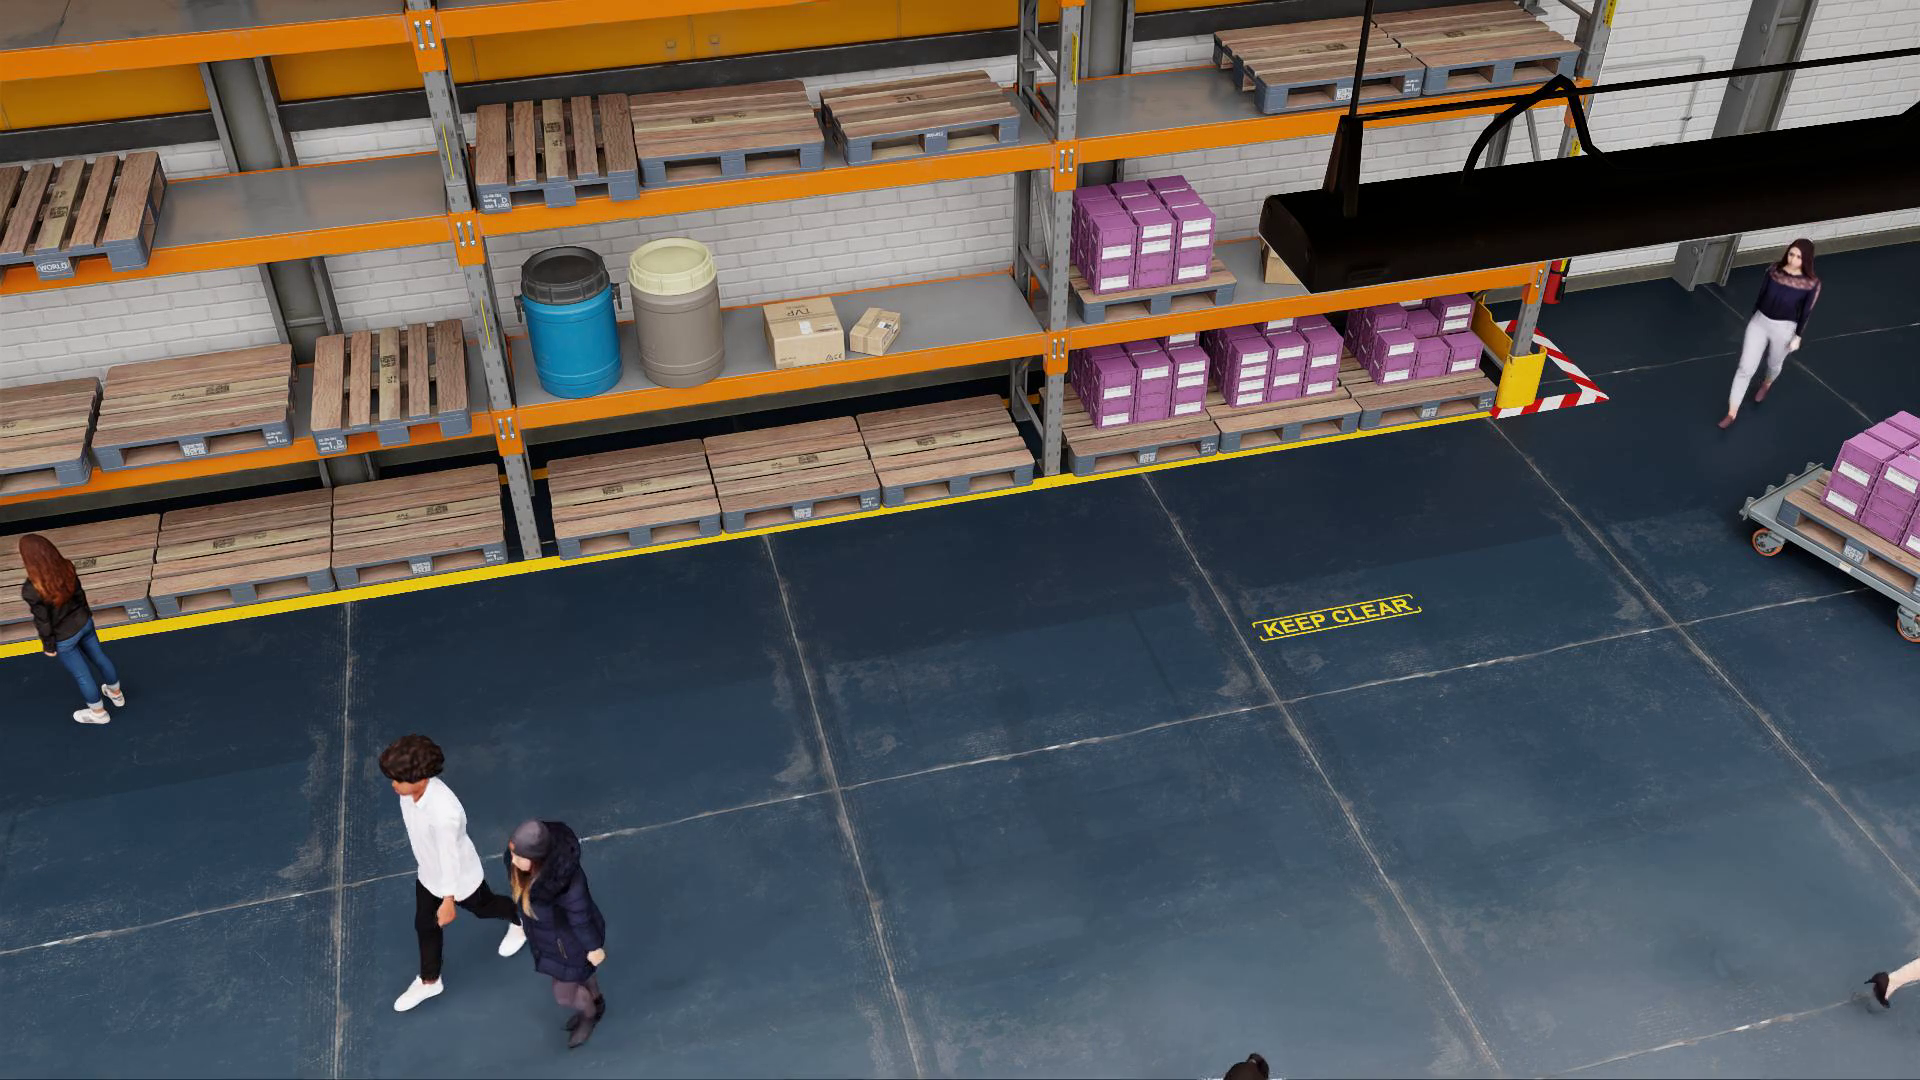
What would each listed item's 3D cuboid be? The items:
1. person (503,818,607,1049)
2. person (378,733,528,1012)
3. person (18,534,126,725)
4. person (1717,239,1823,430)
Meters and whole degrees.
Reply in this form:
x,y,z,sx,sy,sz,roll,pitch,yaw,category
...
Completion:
x,y,z,sx,sy,sz,roll,pitch,yaw,category
-1.982,1.974,8.601,0.812,1.664,0.845,30,47,32,person
-2.648,1.705,8.851,1.044,1.772,1.211,29,47,31,person
-5.639,0.548,10.531,0.664,1.484,0.642,10,40,13,person
6.502,-1.673,13.242,0.965,1.572,1.157,30,48,32,person
